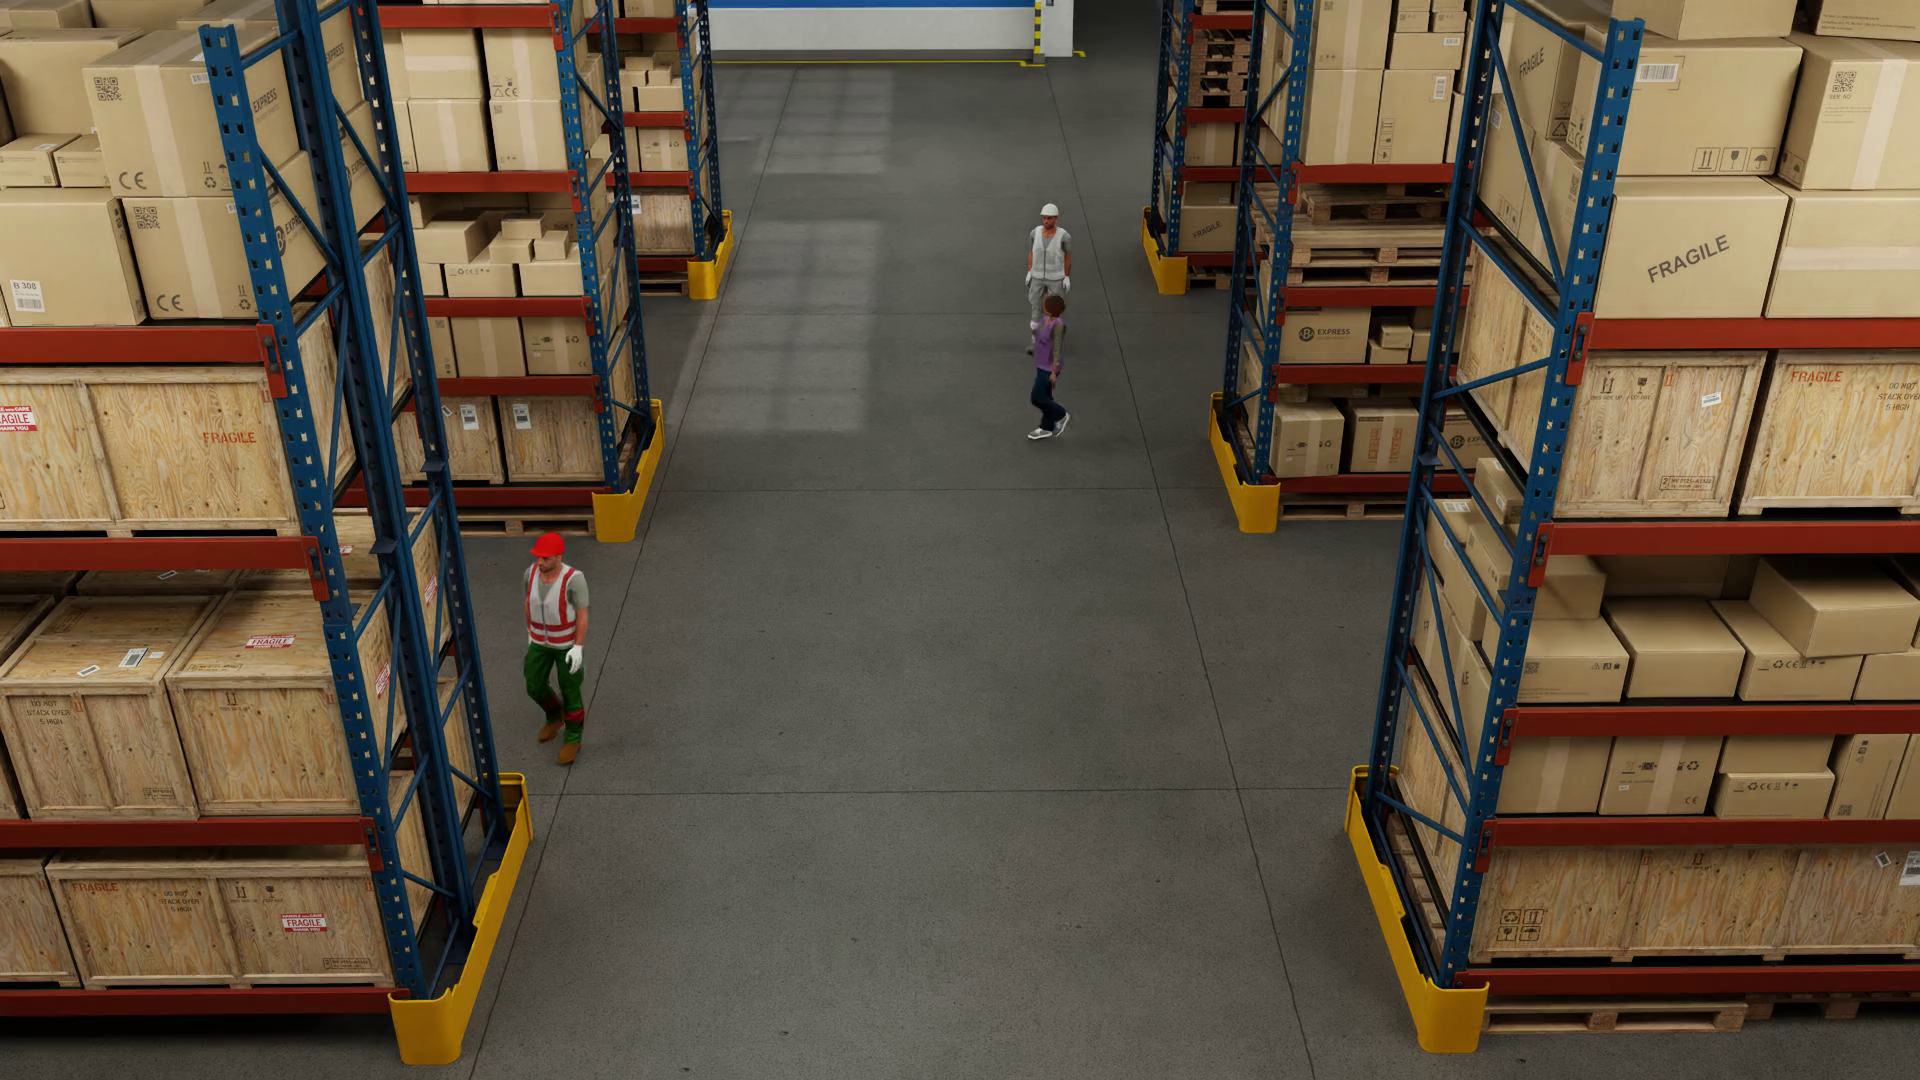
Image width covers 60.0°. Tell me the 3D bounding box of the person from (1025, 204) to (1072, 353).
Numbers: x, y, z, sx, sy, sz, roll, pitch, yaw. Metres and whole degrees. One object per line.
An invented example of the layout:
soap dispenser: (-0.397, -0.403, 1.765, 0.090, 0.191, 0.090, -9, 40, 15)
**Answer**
person: (1.023, -3.067, 19.584, 0.547, 1.794, 0.373, 8, 29, 15)

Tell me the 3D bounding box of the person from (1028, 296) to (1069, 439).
person: (0.925, -1.797, 17.389, 0.443, 1.599, 0.450, -6, 29, -12)

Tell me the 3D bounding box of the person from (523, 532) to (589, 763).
person: (-3.025, 0.793, 12.367, 0.560, 1.788, 0.519, 8, 29, 14)
